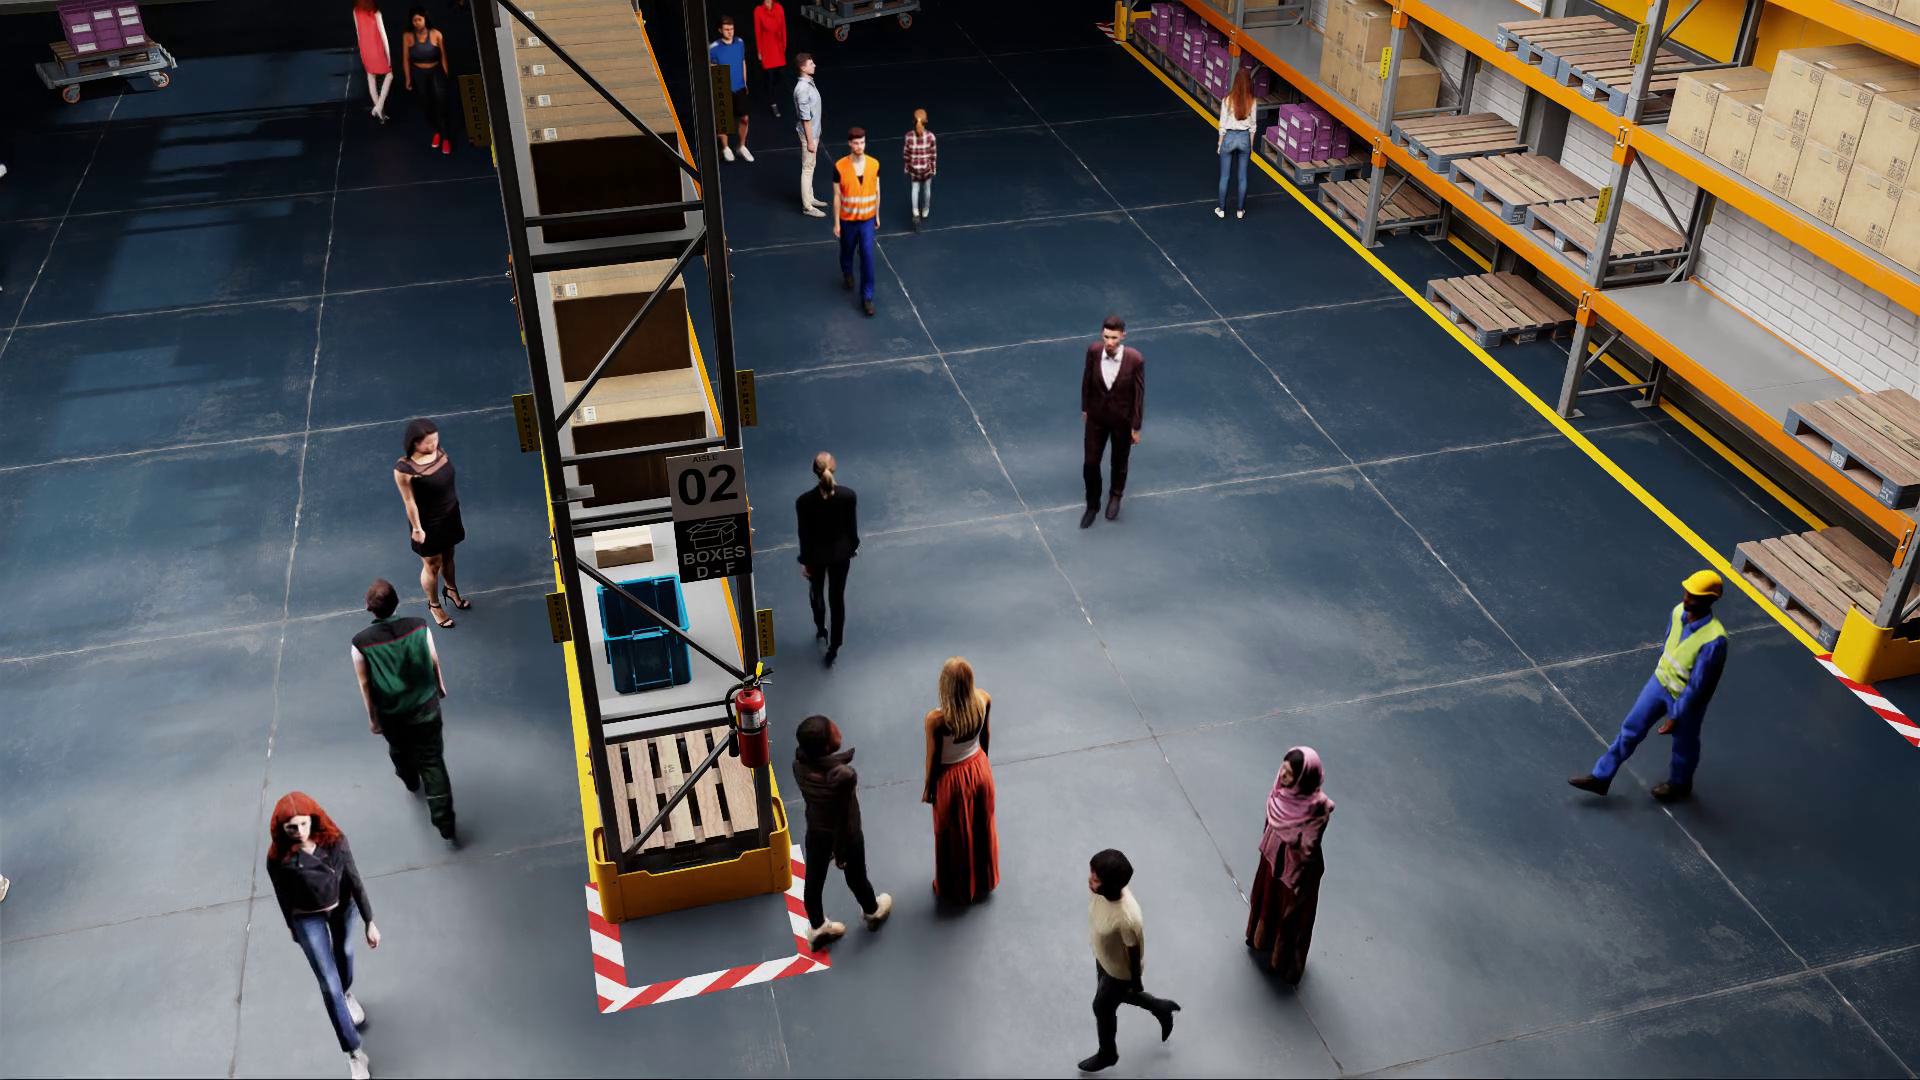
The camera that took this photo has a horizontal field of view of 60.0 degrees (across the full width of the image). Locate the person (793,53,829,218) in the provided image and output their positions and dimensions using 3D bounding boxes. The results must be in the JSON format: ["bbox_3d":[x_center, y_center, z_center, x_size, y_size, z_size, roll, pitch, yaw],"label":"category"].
[{"bbox_3d":[-1.728,-4.635,18.958,0.770,1.848,0.603,1,34,2],"label":"person"}]

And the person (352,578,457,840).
[{"bbox_3d":[-3.437,1.077,10.407,0.826,1.802,1.214,-16,37,-23],"label":"person"}]

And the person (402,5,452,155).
[{"bbox_3d":[-6.613,-5.779,20.731,0.745,1.791,0.939,-3,34,-5],"label":"person"}]

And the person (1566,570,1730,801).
[{"bbox_3d":[4.659,0.967,10.592,0.758,1.779,1.047,-11,35,-15],"label":"person"}]

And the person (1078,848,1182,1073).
[{"bbox_3d":[0.901,2.238,8.879,0.658,1.560,0.771,-10,35,-15],"label":"person"}]

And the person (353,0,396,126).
[{"bbox_3d":[-7.547,-6.180,21.320,0.795,1.807,0.864,4,34,6],"label":"person"}]

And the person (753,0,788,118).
[{"bbox_3d":[-2.513,-6.439,21.769,0.737,1.741,0.874,-18,38,-25],"label":"person"}]

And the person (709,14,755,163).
[{"bbox_3d":[-2.820,-5.525,20.300,0.778,1.844,0.820,-20,39,-28],"label":"person"}]

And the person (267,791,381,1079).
[{"bbox_3d":[-3.455,2.007,9.044,0.773,1.761,1.070,-20,39,-27],"label":"person"}]

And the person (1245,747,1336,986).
[{"bbox_3d":[1.888,1.801,9.470,0.765,1.633,0.570,-12,36,-18],"label":"person"}]

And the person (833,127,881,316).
[{"bbox_3d":[-1.081,-3.310,16.956,0.676,1.859,1.163,-7,34,-11],"label":"person"}]

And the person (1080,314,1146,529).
[{"bbox_3d":[1.253,-1.033,13.540,0.886,1.847,0.944,9,35,13],"label":"person"}]

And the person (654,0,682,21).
[{"bbox_3d":[-4.616,-8.889,25.419,0.728,1.781,0.604,-15,37,-22],"label":"person"}]

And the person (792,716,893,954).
[{"bbox_3d":[-0.688,1.633,9.715,0.892,1.642,0.966,6,34,9],"label":"person"}]

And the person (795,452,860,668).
[{"bbox_3d":[-0.924,0.185,11.855,0.631,1.684,0.684,-7,34,-10],"label":"person"}]

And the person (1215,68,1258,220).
[{"bbox_3d":[3.137,-4.499,18.862,0.633,1.729,0.602,1,34,2],"label":"person"}]

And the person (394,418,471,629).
[{"bbox_3d":[-3.910,-0.147,12.329,0.821,1.712,0.730,11,35,16],"label":"person"}]

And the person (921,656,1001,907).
[{"bbox_3d":[0.006,1.435,9.867,0.698,1.802,0.693,-21,39,-28],"label":"person"}]

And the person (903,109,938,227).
[{"bbox_3d":[-0.443,-4.197,18.804,0.685,1.290,0.907,1,34,2],"label":"person"}]
